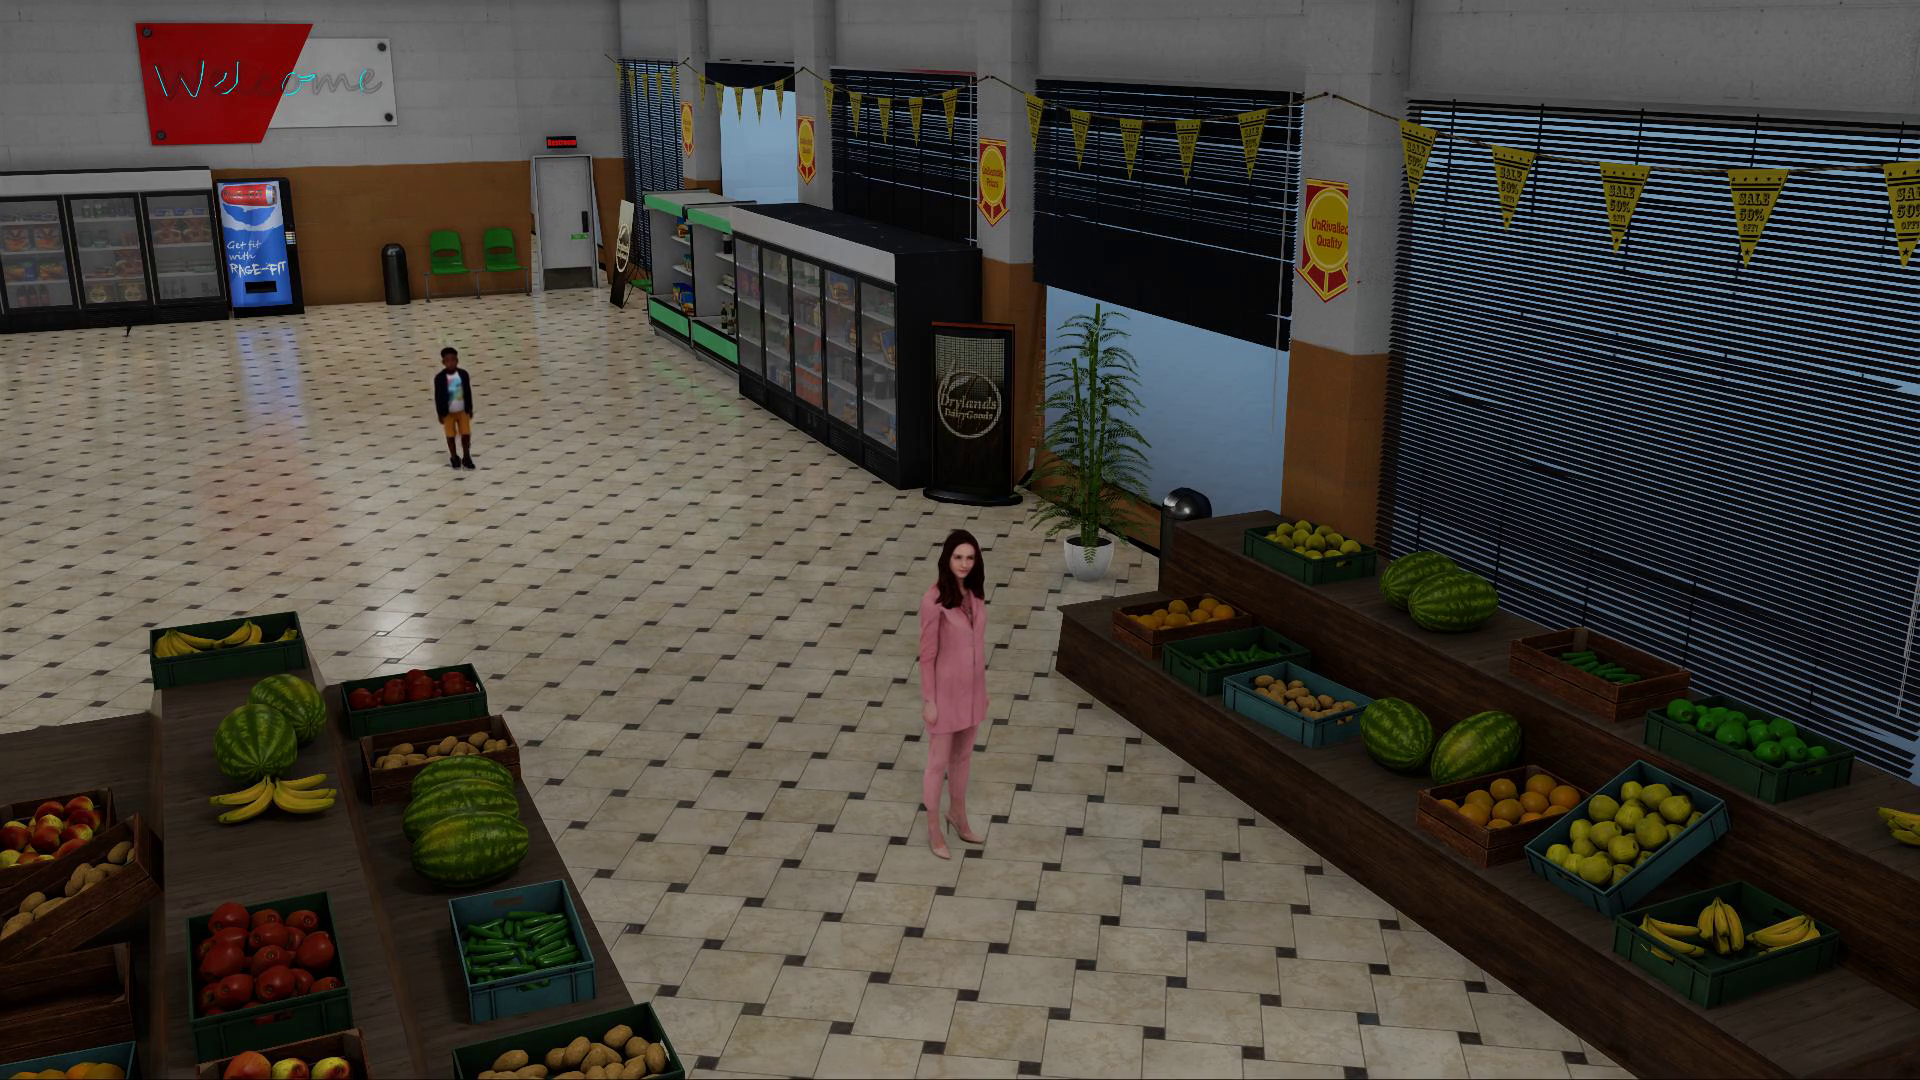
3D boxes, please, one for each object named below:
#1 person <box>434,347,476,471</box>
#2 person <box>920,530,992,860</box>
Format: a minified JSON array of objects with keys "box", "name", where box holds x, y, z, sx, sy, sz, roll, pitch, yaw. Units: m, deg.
[{"box":[-5.159,-1.347,16.935,0.538,1.259,0.610,-9,19,-27],"name":"person"},{"box":[-0.036,0.812,8.909,0.668,1.791,0.626,-15,22,-40],"name":"person"}]
